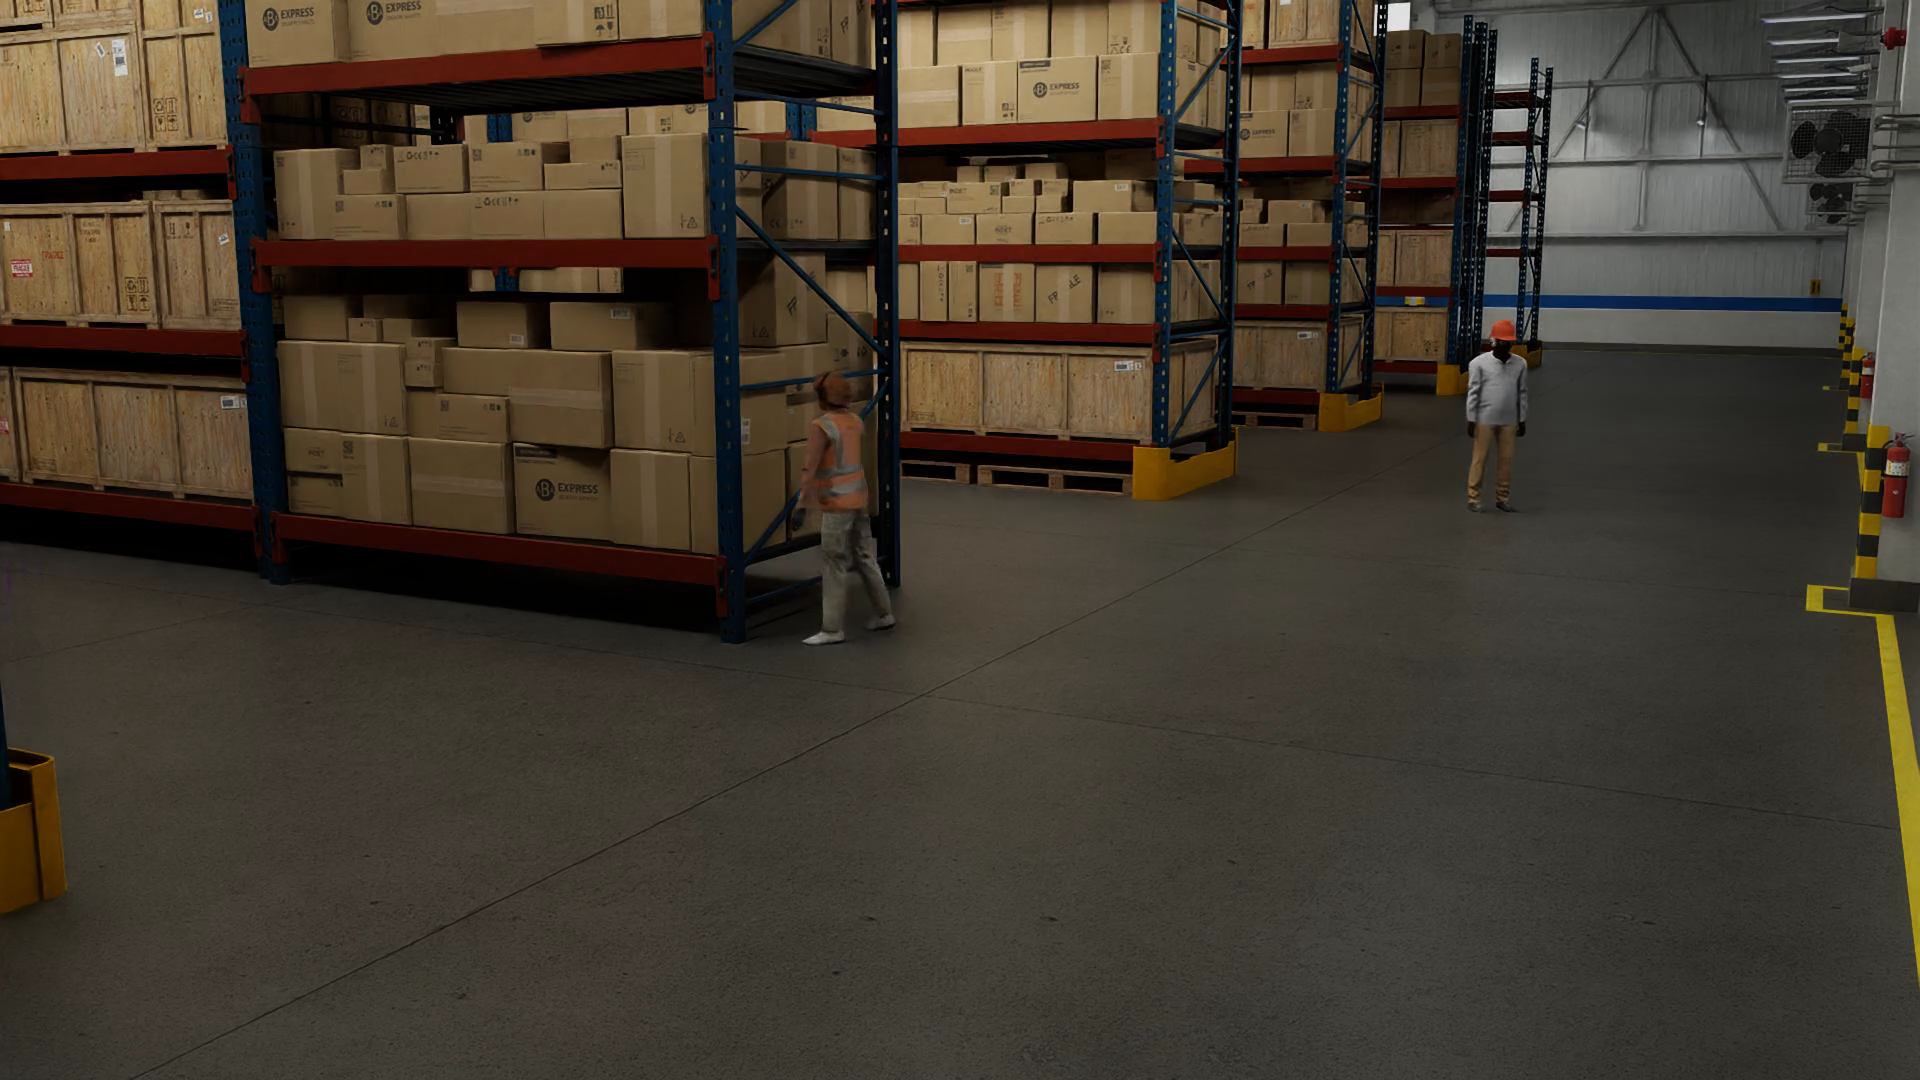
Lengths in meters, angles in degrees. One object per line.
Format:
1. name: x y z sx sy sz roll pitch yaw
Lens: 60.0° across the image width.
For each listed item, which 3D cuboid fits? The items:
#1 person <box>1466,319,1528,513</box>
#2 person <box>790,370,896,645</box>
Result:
1. person: 4.831 -1.103 14.925 0.576 1.743 0.354 -1 10 -8
2. person: -0.700 -0.181 9.894 0.394 1.640 0.704 5 11 26
